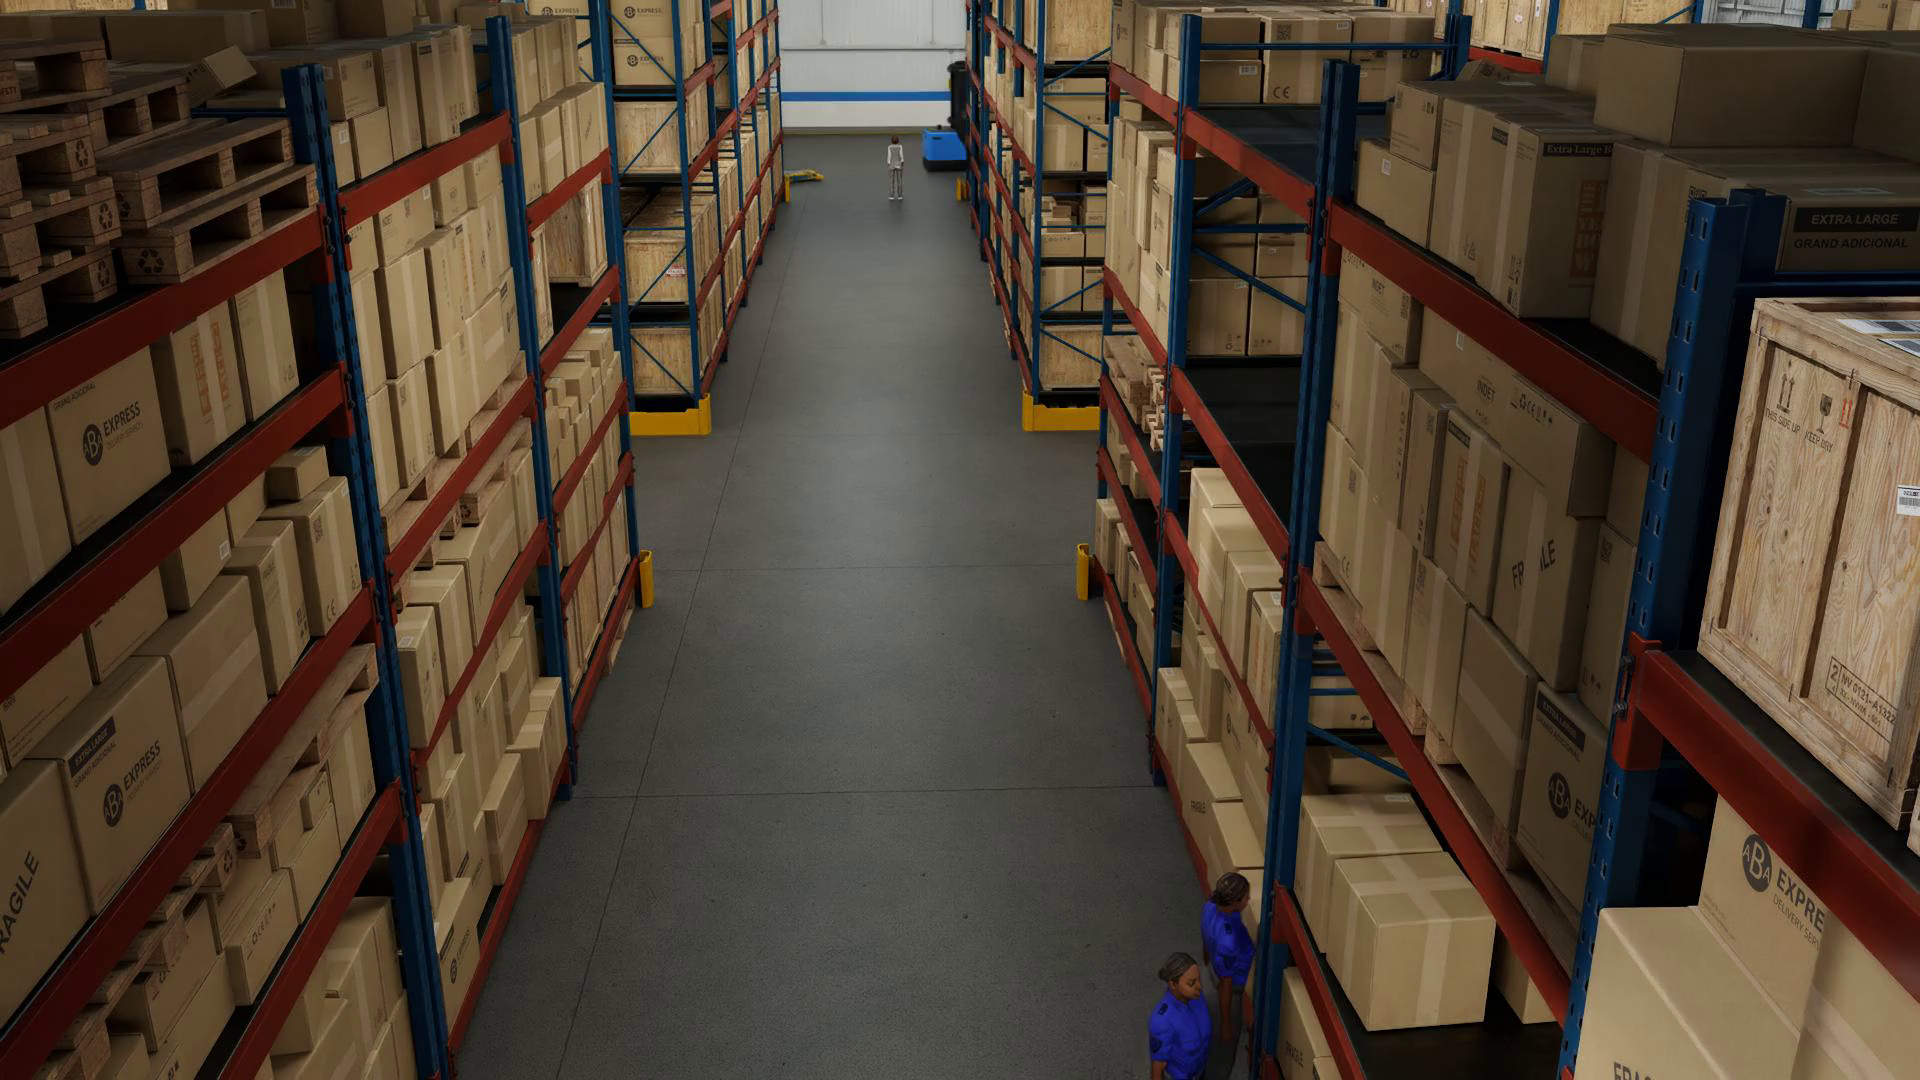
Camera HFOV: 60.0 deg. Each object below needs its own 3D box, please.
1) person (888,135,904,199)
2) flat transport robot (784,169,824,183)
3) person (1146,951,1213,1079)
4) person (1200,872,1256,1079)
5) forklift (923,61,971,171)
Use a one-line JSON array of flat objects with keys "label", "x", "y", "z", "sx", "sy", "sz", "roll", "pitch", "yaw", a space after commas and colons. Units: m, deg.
[{"label": "person", "x": -1.625, "y": -9.393, "z": 41.905, "sx": 0.406, "sy": 1.601, "sz": 0.341, "roll": -2, "pitch": 21, "yaw": -5}, {"label": "flat transport robot", "x": -4.474, "y": -9.861, "z": 45.145, "sx": 1.431, "sy": 0.253, "sz": 0.659, "roll": -16, "pitch": 25, "yaw": -36}, {"label": "person", "x": 1.150, "y": 2.909, "z": 8.804, "sx": 0.308, "sy": 1.658, "sz": 0.446, "roll": 15, "pitch": 25, "yaw": 35}, {"label": "person", "x": 1.487, "y": 2.636, "z": 9.561, "sx": 0.412, "sy": 1.670, "sz": 0.478, "roll": -1, "pitch": 20, "yaw": -3}, {"label": "forklift", "x": 0.507, "y": -11.993, "z": 46.974, "sx": 3.031, "sy": 2.941, "sz": 1.121, "roll": -4, "pitch": 21, "yaw": -11}]
